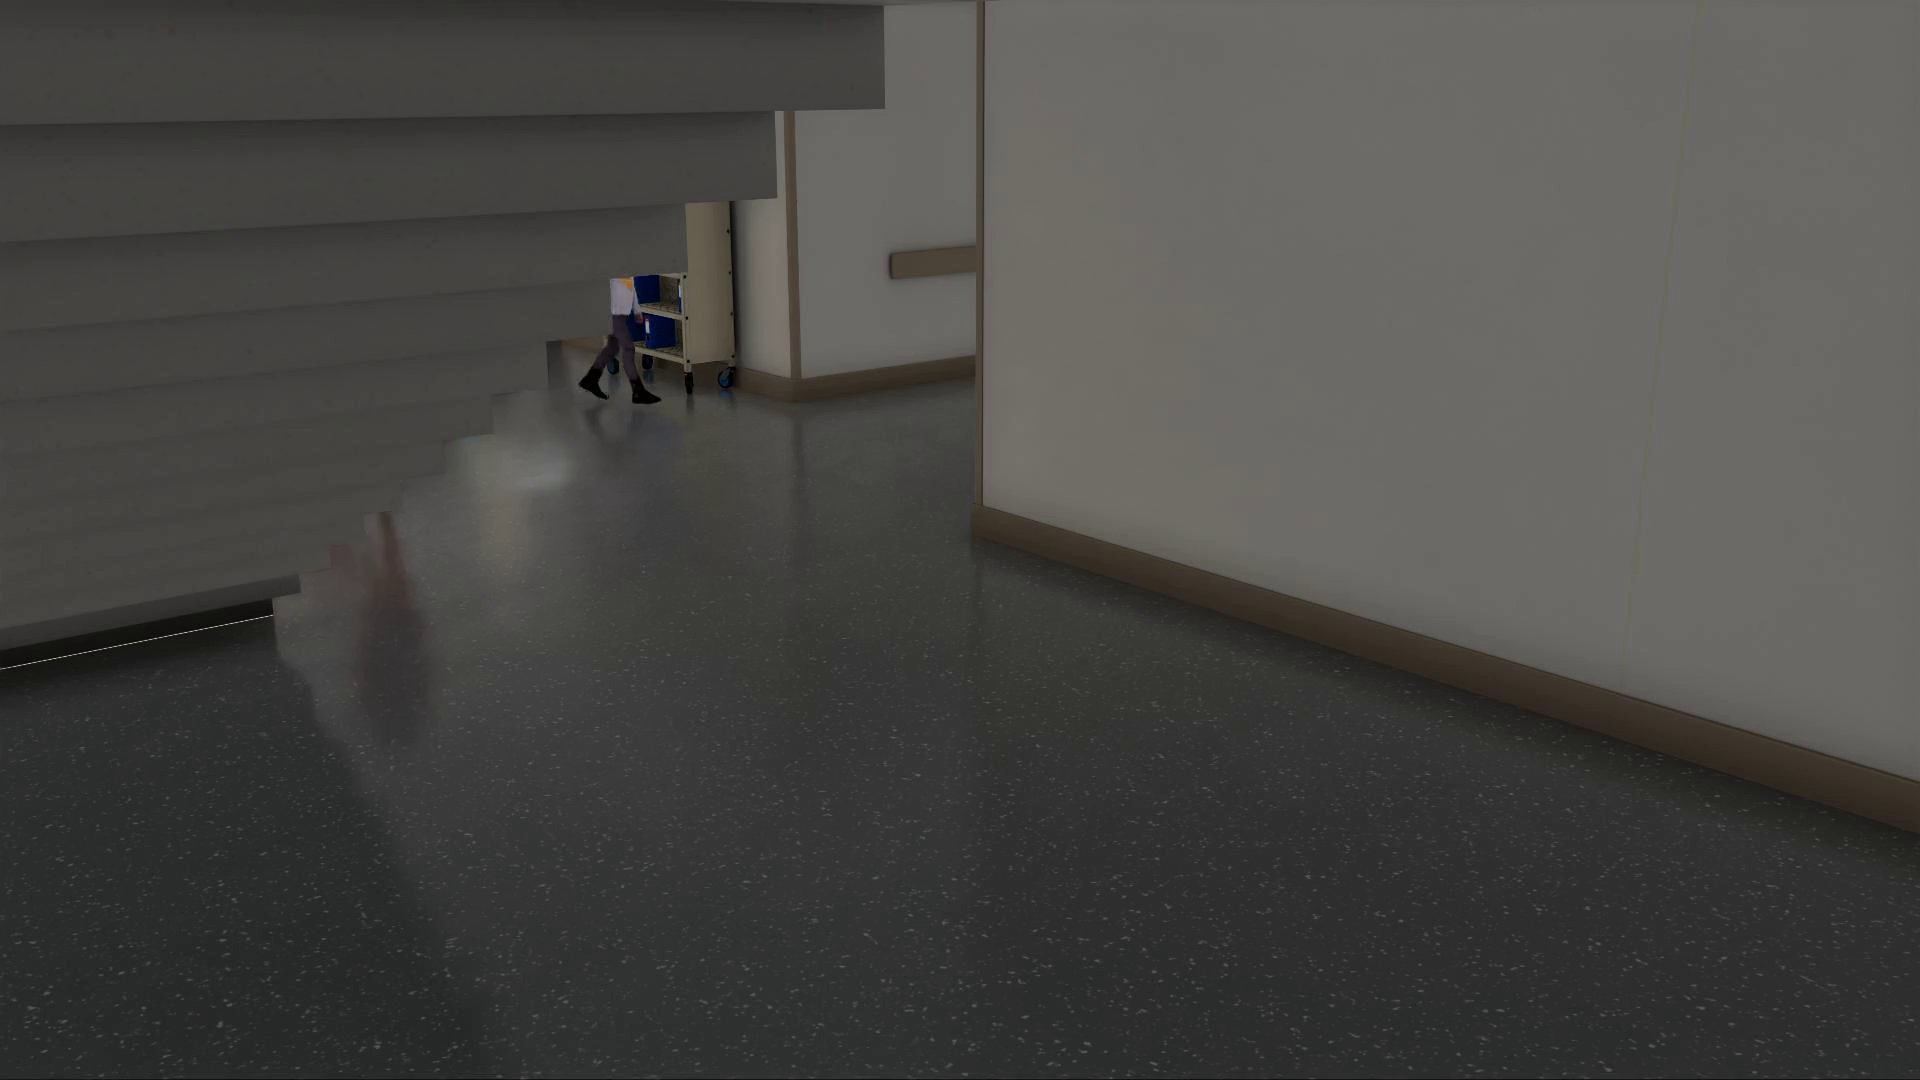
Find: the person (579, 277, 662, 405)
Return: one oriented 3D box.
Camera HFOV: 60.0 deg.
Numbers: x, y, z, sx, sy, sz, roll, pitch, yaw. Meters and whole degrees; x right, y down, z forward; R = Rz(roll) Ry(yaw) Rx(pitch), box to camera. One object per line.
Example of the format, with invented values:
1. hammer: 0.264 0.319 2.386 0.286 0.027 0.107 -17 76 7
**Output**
1. person: -2.465 -1.588 11.674 0.946 1.264 0.807 4 16 14
